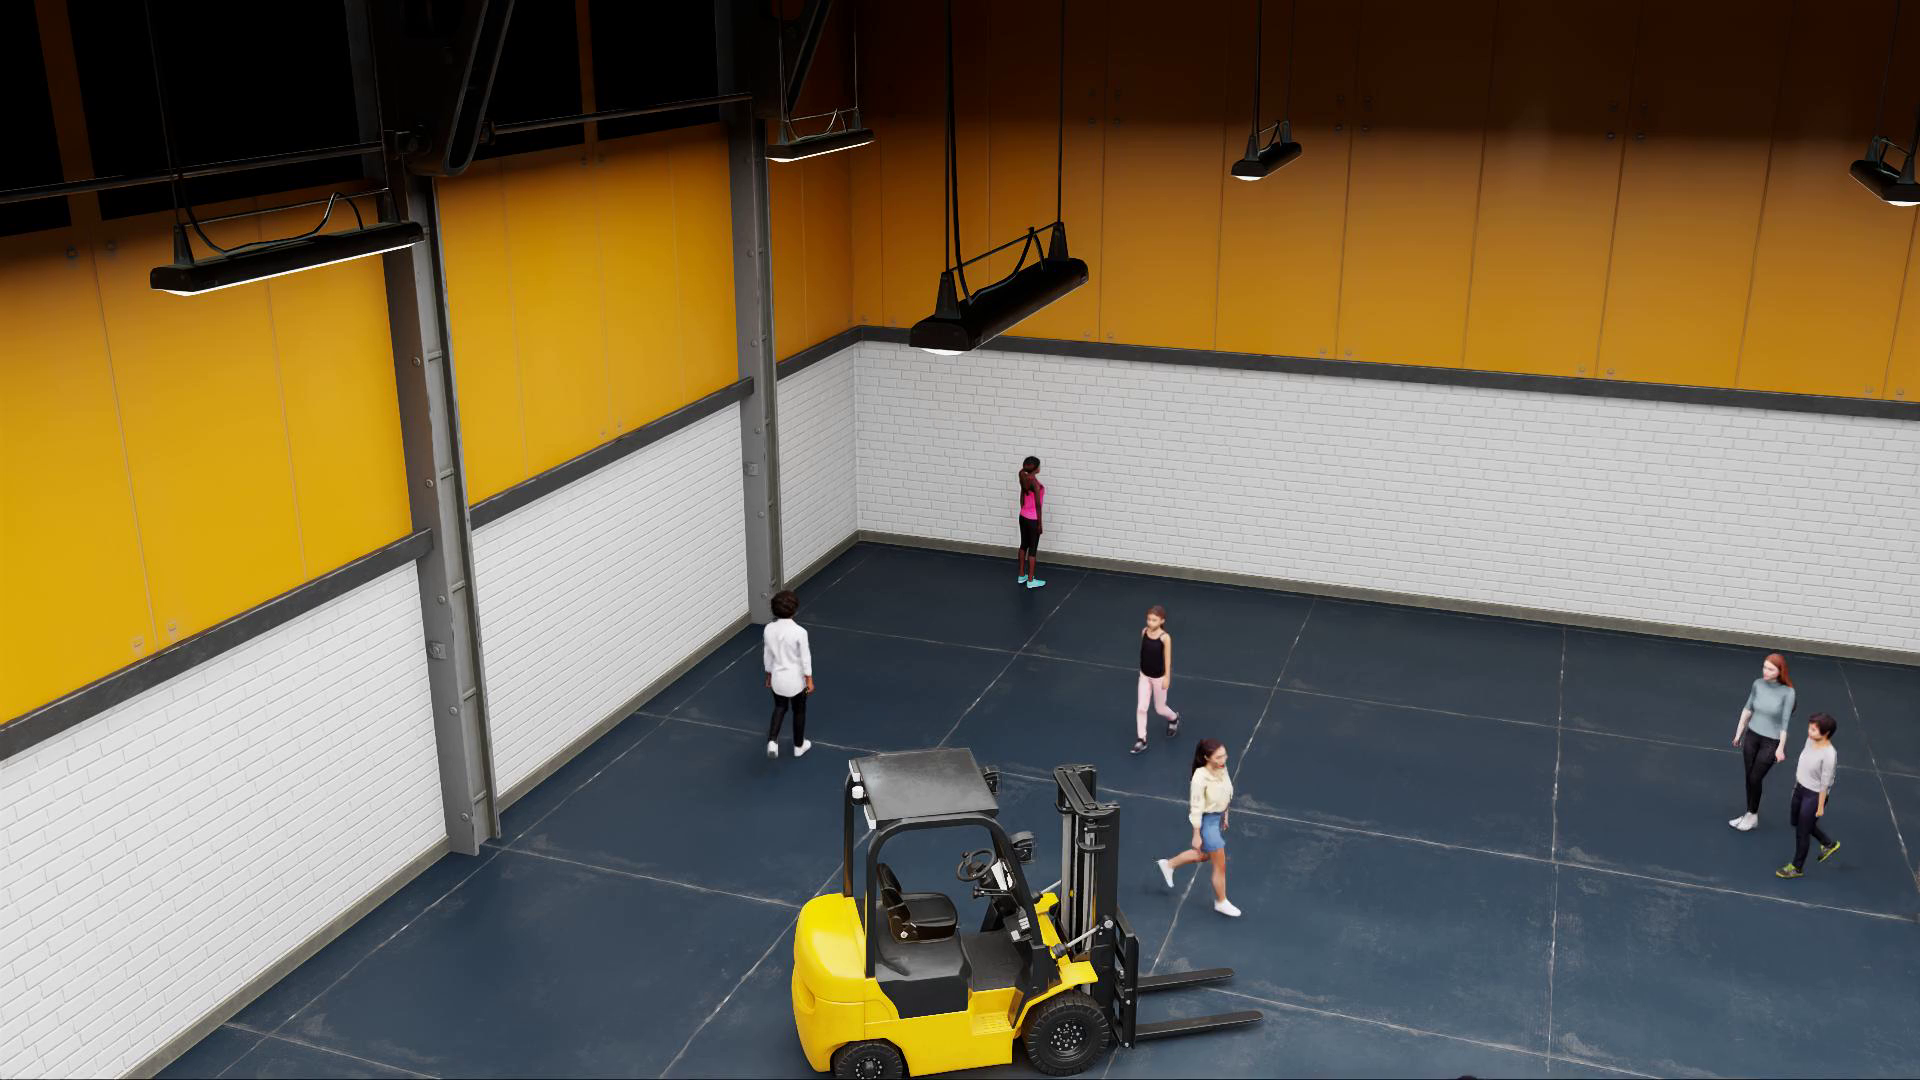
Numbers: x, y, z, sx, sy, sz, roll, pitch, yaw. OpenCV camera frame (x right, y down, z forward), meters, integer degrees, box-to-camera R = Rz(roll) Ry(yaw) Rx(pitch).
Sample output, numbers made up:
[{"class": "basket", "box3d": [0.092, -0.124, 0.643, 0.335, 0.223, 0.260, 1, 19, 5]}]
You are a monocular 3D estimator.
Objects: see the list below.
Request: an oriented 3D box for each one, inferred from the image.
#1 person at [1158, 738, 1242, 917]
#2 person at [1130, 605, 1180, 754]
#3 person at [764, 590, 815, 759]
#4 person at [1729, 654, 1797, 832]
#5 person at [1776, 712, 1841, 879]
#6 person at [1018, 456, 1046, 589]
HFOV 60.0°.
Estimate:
[{"class": "person", "box3d": [2.004, 2.366, 13.879, 0.922, 1.601, 1.057, 14, 23, 36]}, {"class": "person", "box3d": [2.010, 1.379, 16.906, 0.730, 1.540, 1.026, 14, 23, 36]}, {"class": "person", "box3d": [-1.729, 1.378, 16.509, 0.641, 1.796, 0.874, 6, 20, 18]}, {"class": "person", "box3d": [7.393, 1.852, 15.198, 0.797, 1.733, 0.741, -7, 20, -19]}, {"class": "person", "box3d": [7.473, 2.208, 14.452, 0.772, 1.536, 0.821, 0, 19, -1]}, {"class": "person", "box3d": [0.903, -0.255, 21.474, 0.716, 1.723, 0.663, -10, 21, -27]}]
